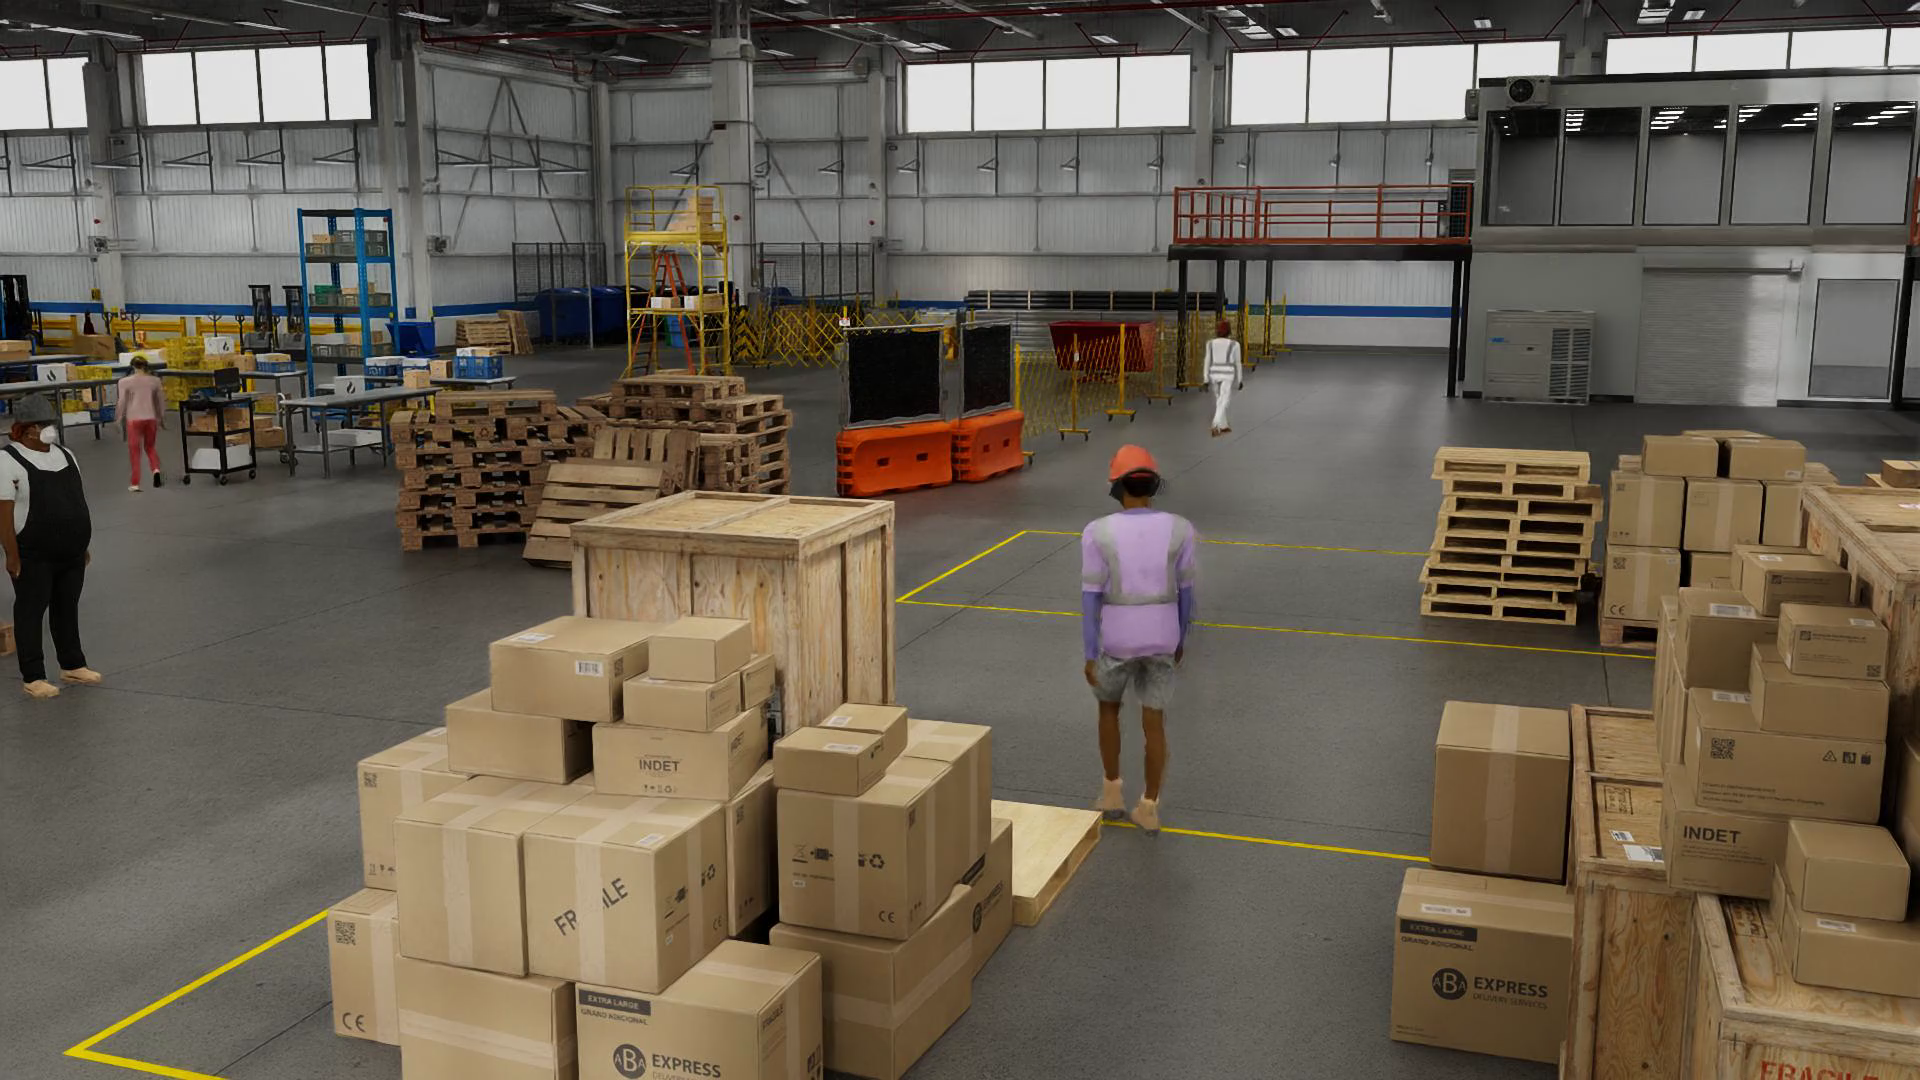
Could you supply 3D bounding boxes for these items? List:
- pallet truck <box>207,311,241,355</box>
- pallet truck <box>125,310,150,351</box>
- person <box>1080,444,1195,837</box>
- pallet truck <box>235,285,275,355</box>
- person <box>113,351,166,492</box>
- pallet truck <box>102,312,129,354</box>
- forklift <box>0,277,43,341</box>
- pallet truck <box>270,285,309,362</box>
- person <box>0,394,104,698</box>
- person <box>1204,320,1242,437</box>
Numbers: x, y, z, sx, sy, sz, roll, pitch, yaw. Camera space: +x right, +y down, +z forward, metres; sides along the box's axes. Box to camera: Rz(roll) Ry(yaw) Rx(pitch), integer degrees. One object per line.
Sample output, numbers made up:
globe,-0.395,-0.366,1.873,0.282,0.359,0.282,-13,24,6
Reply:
pallet truck,-19.537,-5.575,44.913,0.653,1.274,1.630,3,11,19
pallet truck,-22.038,-5.665,45.457,0.704,1.261,1.522,3,11,17
person,0.912,0.514,8.636,0.616,2.015,0.617,-1,10,-6
pallet truck,-18.327,-5.835,44.421,0.823,1.965,1.885,4,11,23
person,-10.113,-1.461,20.534,0.473,1.728,0.609,9,13,41
pallet truck,-23.057,-5.777,46.261,0.680,1.201,1.601,3,11,19
forklift,-27.151,-6.329,46.328,1.157,1.987,2.680,3,11,17
pallet truck,-17.147,-5.700,43.663,0.823,1.965,1.885,3,11,17
person,-6.163,0.028,11.283,0.537,2.000,0.682,3,11,17
person,4.156,-2.570,26.465,0.579,1.853,0.902,7,12,33
